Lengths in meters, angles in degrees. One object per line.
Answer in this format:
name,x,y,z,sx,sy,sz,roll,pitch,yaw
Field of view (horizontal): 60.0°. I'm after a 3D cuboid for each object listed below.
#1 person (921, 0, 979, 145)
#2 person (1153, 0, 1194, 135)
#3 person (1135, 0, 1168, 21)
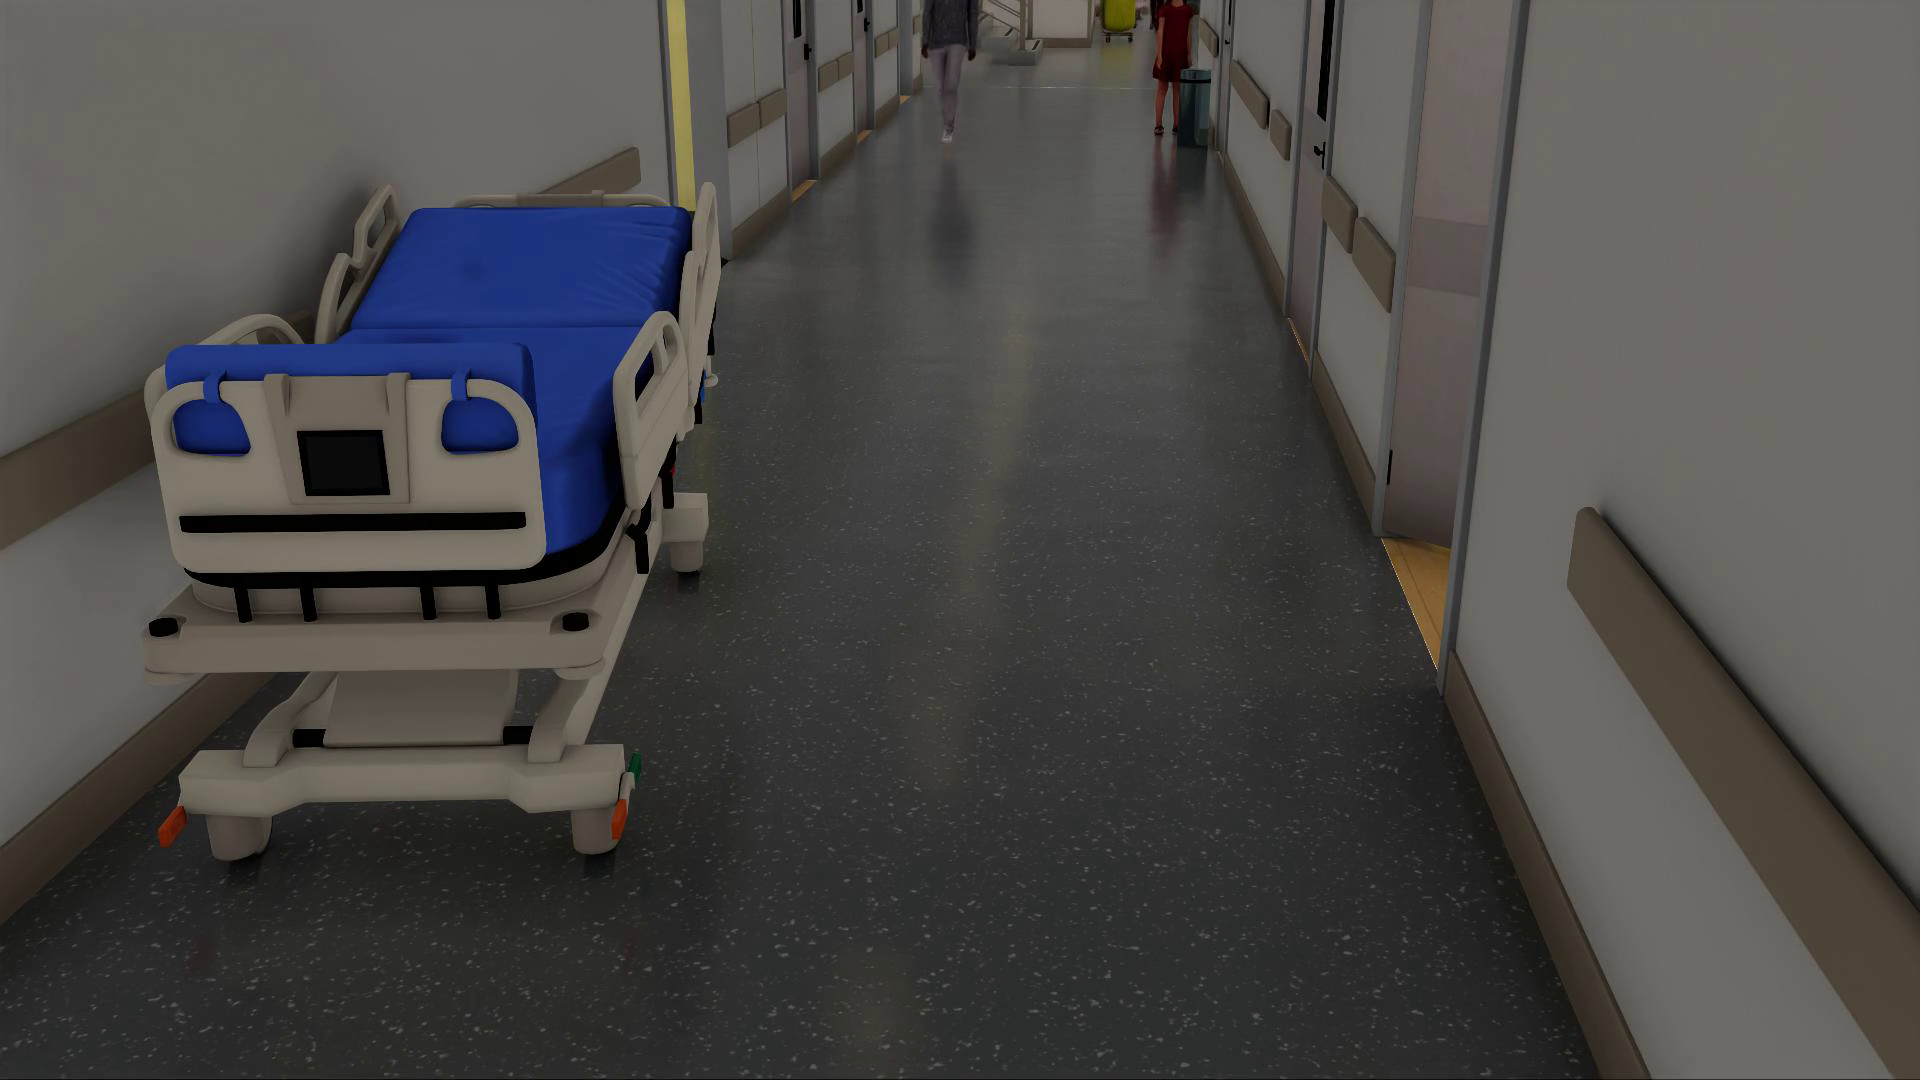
person,-0.108,-4.784,16.141,1.126,1.805,0.740,3,21,7
person,2.166,-4.927,16.865,0.612,1.553,0.678,-4,21,-10
person,3.853,-11.190,33.156,1.206,1.734,1.026,17,27,38
